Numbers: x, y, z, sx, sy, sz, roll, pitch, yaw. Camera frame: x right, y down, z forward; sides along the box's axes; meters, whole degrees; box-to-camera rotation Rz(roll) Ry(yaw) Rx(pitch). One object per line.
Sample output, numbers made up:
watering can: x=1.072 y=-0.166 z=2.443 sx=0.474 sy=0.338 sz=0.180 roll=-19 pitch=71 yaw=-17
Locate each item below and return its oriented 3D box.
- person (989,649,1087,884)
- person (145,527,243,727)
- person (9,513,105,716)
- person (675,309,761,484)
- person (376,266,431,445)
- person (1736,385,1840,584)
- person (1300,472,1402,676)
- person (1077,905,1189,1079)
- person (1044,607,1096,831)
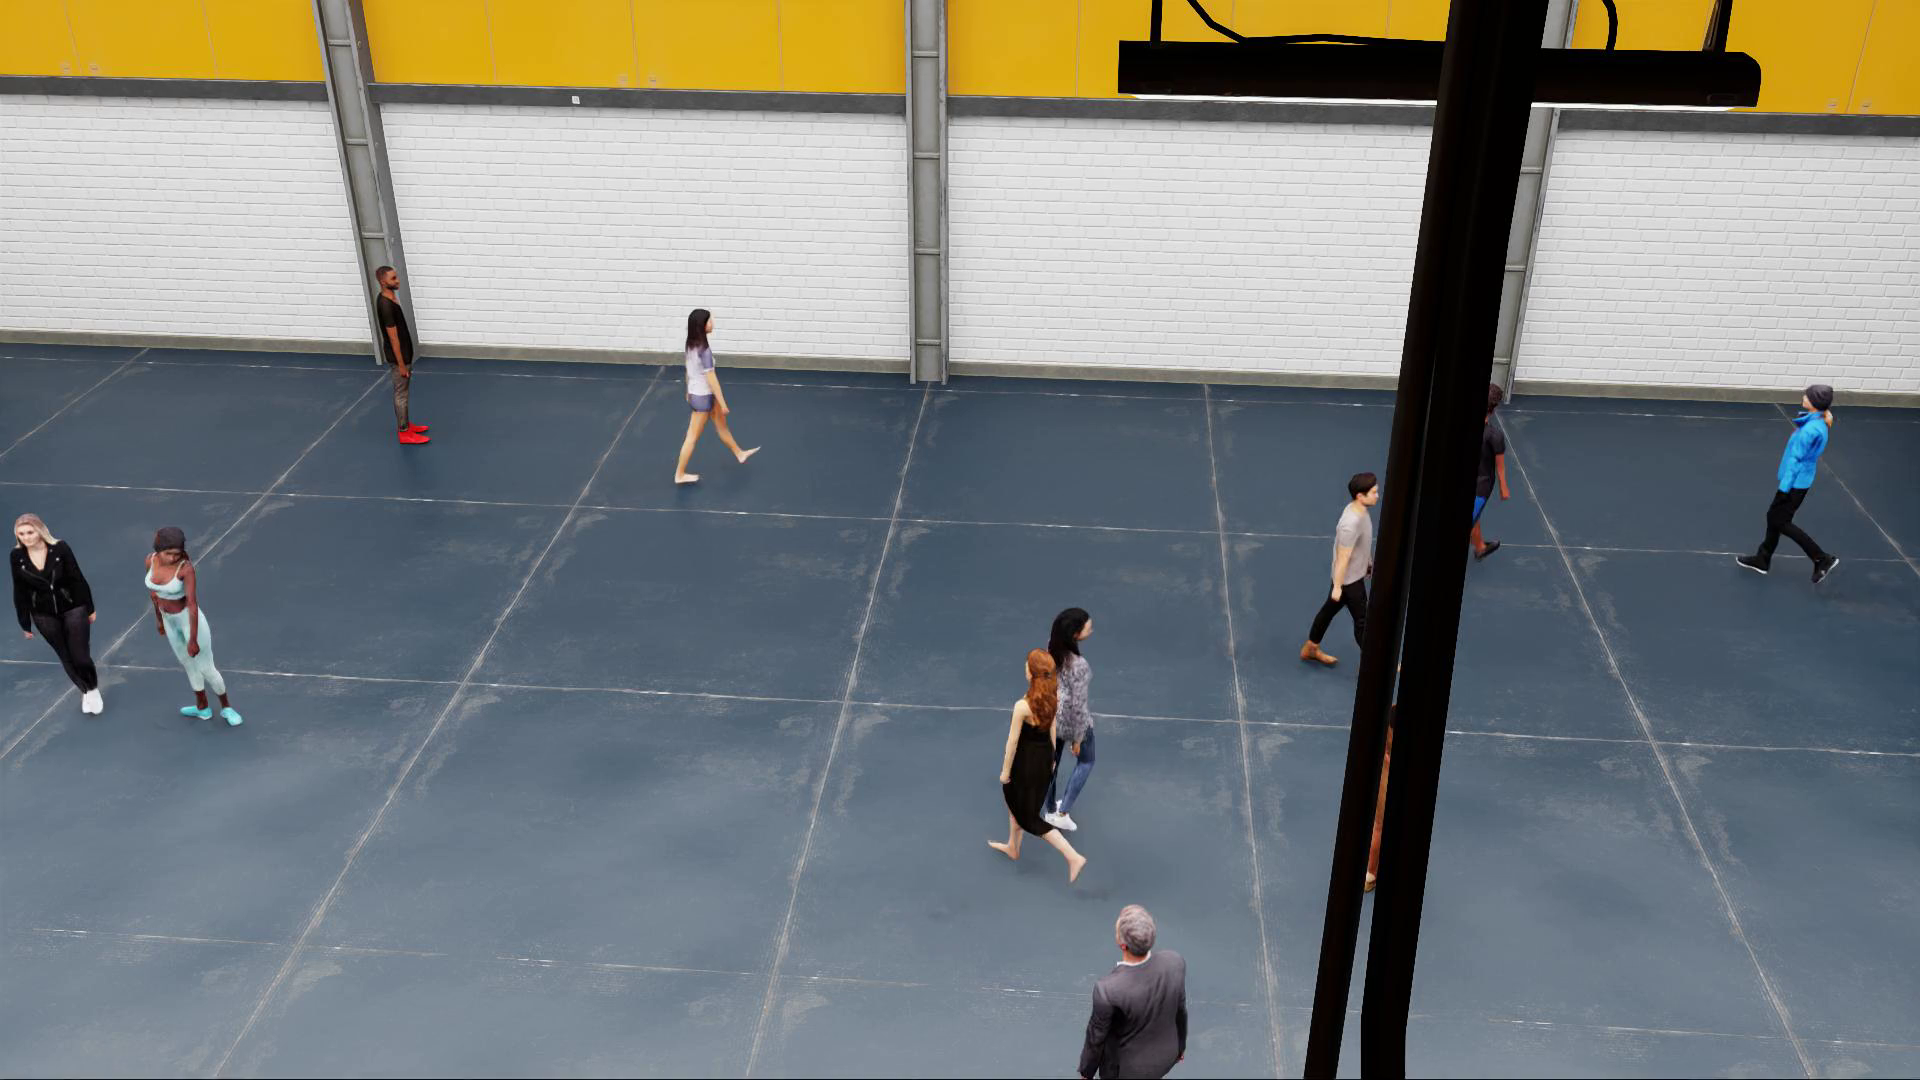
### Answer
person: x=0.536 y=1.478 z=10.605 sx=1.075 sy=1.590 sz=0.902 roll=18 pitch=33 yaw=29
person: x=-5.677 y=0.605 z=12.097 sx=0.614 sy=1.695 sz=0.828 roll=20 pitch=34 yaw=32
person: x=-6.642 y=0.508 z=12.298 sx=0.672 sy=1.673 sz=0.789 roll=-9 pitch=30 yaw=-17
person: x=-2.489 y=-1.305 z=15.615 sx=1.218 sy=1.679 sz=1.030 roll=-15 pitch=32 yaw=-25
person: x=-5.573 y=-1.843 z=16.472 sx=0.674 sy=1.804 sz=0.718 roll=-9 pitch=30 yaw=-16
person: x=7.067 y=-0.429 z=13.912 sx=1.113 sy=1.773 sz=0.969 roll=22 pitch=35 yaw=34
person: x=2.898 y=0.248 z=12.755 sx=1.113 sy=1.692 sz=0.807 roll=10 pitch=30 yaw=18
person: x=0.923 y=2.620 z=8.273 sx=0.820 sy=1.820 sz=0.916 roll=-17 pitch=33 yaw=-28
person: x=0.655 y=1.221 z=10.937 sx=0.834 sy=1.724 sz=0.775 roll=-25 pitch=38 yaw=-38
